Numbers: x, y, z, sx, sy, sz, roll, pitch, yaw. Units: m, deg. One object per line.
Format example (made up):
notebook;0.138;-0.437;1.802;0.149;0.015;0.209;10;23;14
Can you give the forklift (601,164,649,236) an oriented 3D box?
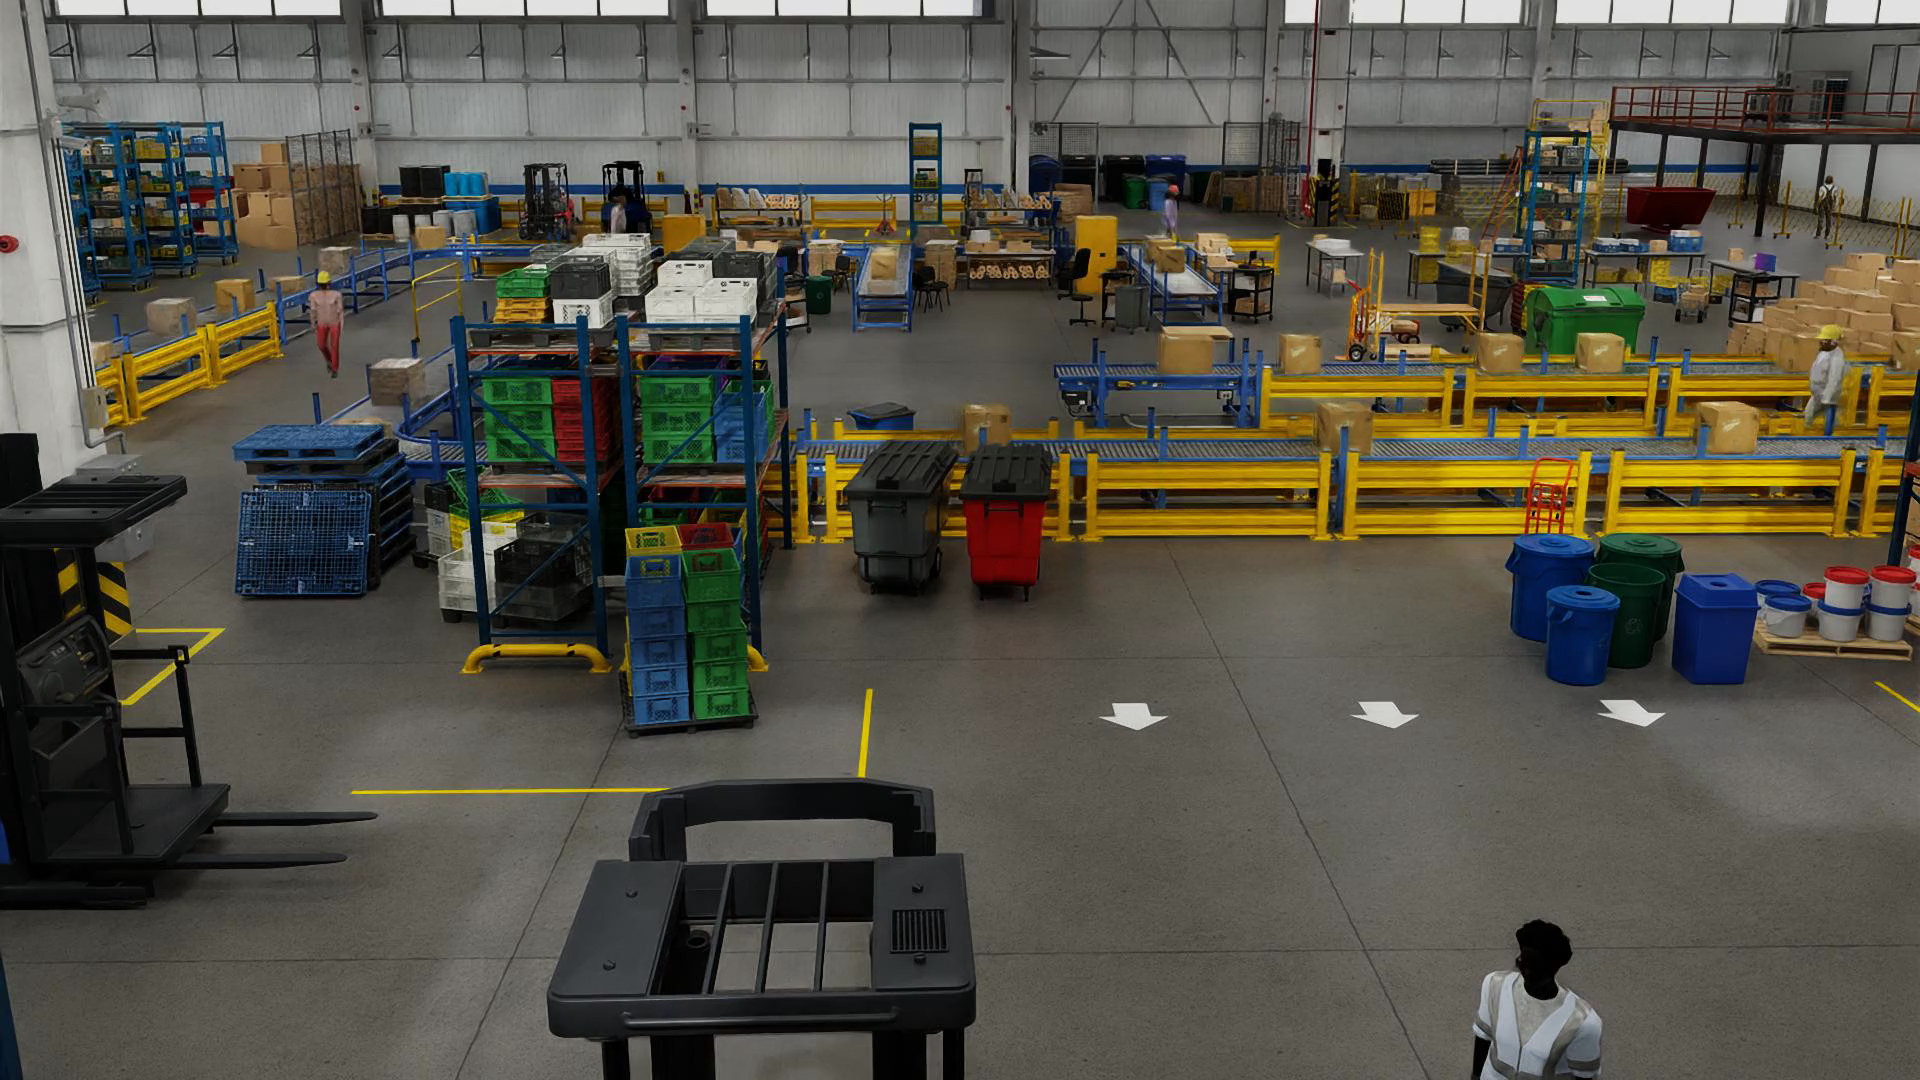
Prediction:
forklift;-9.948;-10.127;49.296;1.157;1.987;2.680;-1;16;-3

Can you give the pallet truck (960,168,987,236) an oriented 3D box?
pallet truck;0.383;-10.230;50.206;0.823;1.965;1.885;-1;16;-3

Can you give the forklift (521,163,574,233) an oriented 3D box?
forklift;-12.233;-10.122;49.298;1.157;1.987;2.680;0;16;-1

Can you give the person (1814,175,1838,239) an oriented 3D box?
person;25.483;-9.791;48.950;0.514;1.844;0.333;2;16;8

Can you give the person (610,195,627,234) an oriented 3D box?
person;-8.683;-7.733;41.784;0.716;1.869;0.653;0;16;-2

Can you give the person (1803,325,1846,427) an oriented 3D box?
person;11.111;-1.888;21.560;0.903;1.792;0.613;2;16;7

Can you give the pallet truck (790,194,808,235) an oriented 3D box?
pallet truck;-4.814;-9.883;50.259;0.704;1.261;1.522;-1;16;-3

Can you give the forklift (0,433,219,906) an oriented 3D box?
forklift;-5.952;0.780;10.366;1.873;2.768;1.129;0;16;-1

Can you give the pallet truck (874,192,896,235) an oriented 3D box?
pallet truck;-2.277;-9.986;50.594;0.653;1.274;1.630;0;16;-1

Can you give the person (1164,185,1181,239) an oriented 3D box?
person;5.391;-8.162;42.992;0.842;2.019;0.618;11;19;32

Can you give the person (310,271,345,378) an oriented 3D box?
person;-10.430;-3.567;27.467;0.545;1.751;0.406;-3;16;-10

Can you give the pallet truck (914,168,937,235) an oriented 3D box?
pallet truck;-0.989;-10.316;50.507;0.823;1.965;1.885;1;16;3

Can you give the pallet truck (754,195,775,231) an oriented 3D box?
pallet truck;-6.051;-9.967;50.660;0.680;1.201;1.601;0;16;-1

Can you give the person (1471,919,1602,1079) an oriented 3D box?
person;2.372;2.365;6.964;0.538;1.696;0.317;14;21;39

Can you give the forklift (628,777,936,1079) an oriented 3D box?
forklift;-0.542;2.165;5.552;1.129;2.768;1.873;-1;16;-2
